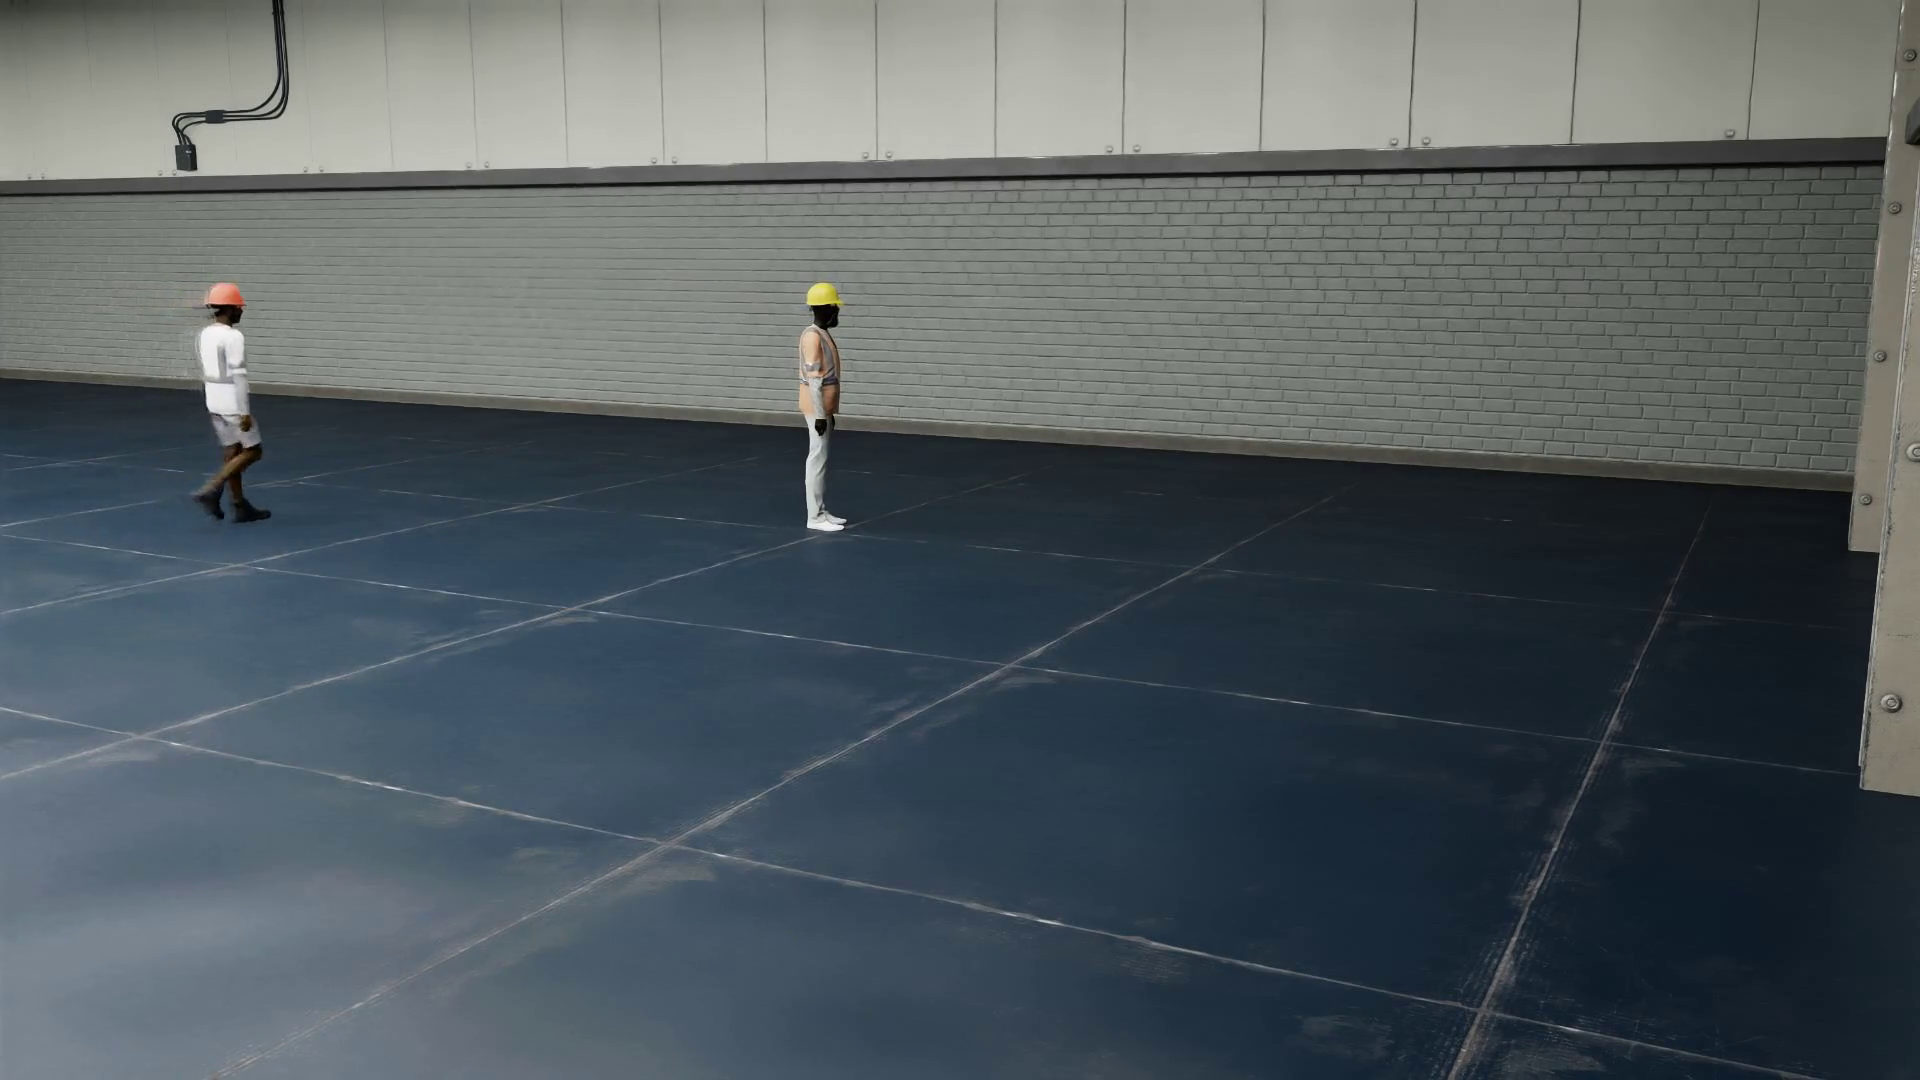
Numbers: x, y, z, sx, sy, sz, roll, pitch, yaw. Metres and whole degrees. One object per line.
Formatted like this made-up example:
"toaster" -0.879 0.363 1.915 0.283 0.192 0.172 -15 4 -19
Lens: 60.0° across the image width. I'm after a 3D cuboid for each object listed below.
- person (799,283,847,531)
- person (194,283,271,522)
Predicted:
"person" -1.071 -1.037 13.003 0.364 1.930 0.588 0 10 0
"person" -5.825 -1.069 13.192 0.564 1.924 0.547 8 13 37
